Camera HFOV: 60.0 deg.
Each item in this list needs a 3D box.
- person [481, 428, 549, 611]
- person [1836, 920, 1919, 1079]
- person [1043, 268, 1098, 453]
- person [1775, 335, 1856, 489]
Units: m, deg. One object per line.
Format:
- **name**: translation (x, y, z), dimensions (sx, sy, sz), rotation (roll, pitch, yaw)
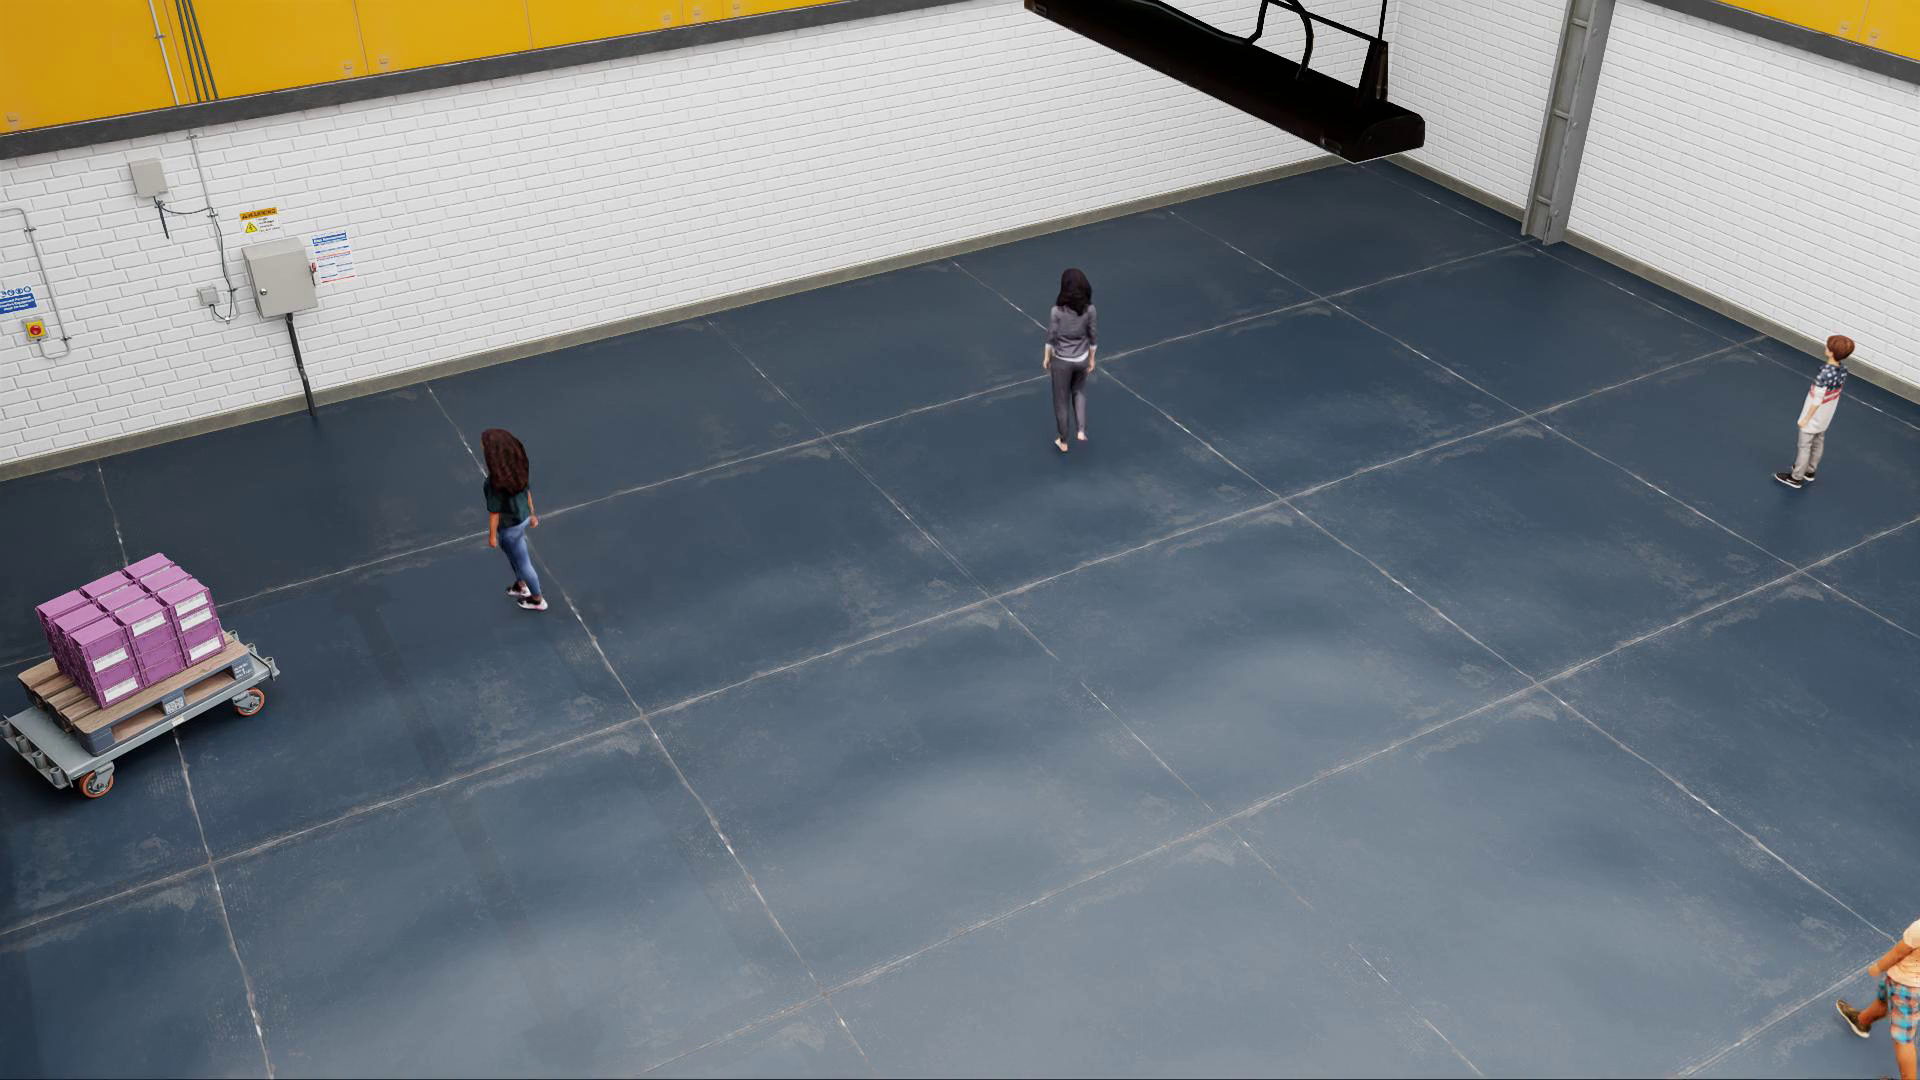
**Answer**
- **person**: translation (-3.380, -0.124, 12.836), dimensions (0.806, 1.604, 0.746), rotation (8, 34, 12)
- **person**: translation (5.268, 2.458, 9.105), dimensions (0.666, 1.432, 1.020), rotation (-10, 35, -14)
- **person**: translation (1.007, -1.548, 14.845), dimensions (0.686, 1.751, 0.710), rotation (-7, 34, -11)
- **person**: translation (7.499, -1.134, 14.505), dimensions (0.521, 1.438, 0.484), rotation (-19, 38, -26)
